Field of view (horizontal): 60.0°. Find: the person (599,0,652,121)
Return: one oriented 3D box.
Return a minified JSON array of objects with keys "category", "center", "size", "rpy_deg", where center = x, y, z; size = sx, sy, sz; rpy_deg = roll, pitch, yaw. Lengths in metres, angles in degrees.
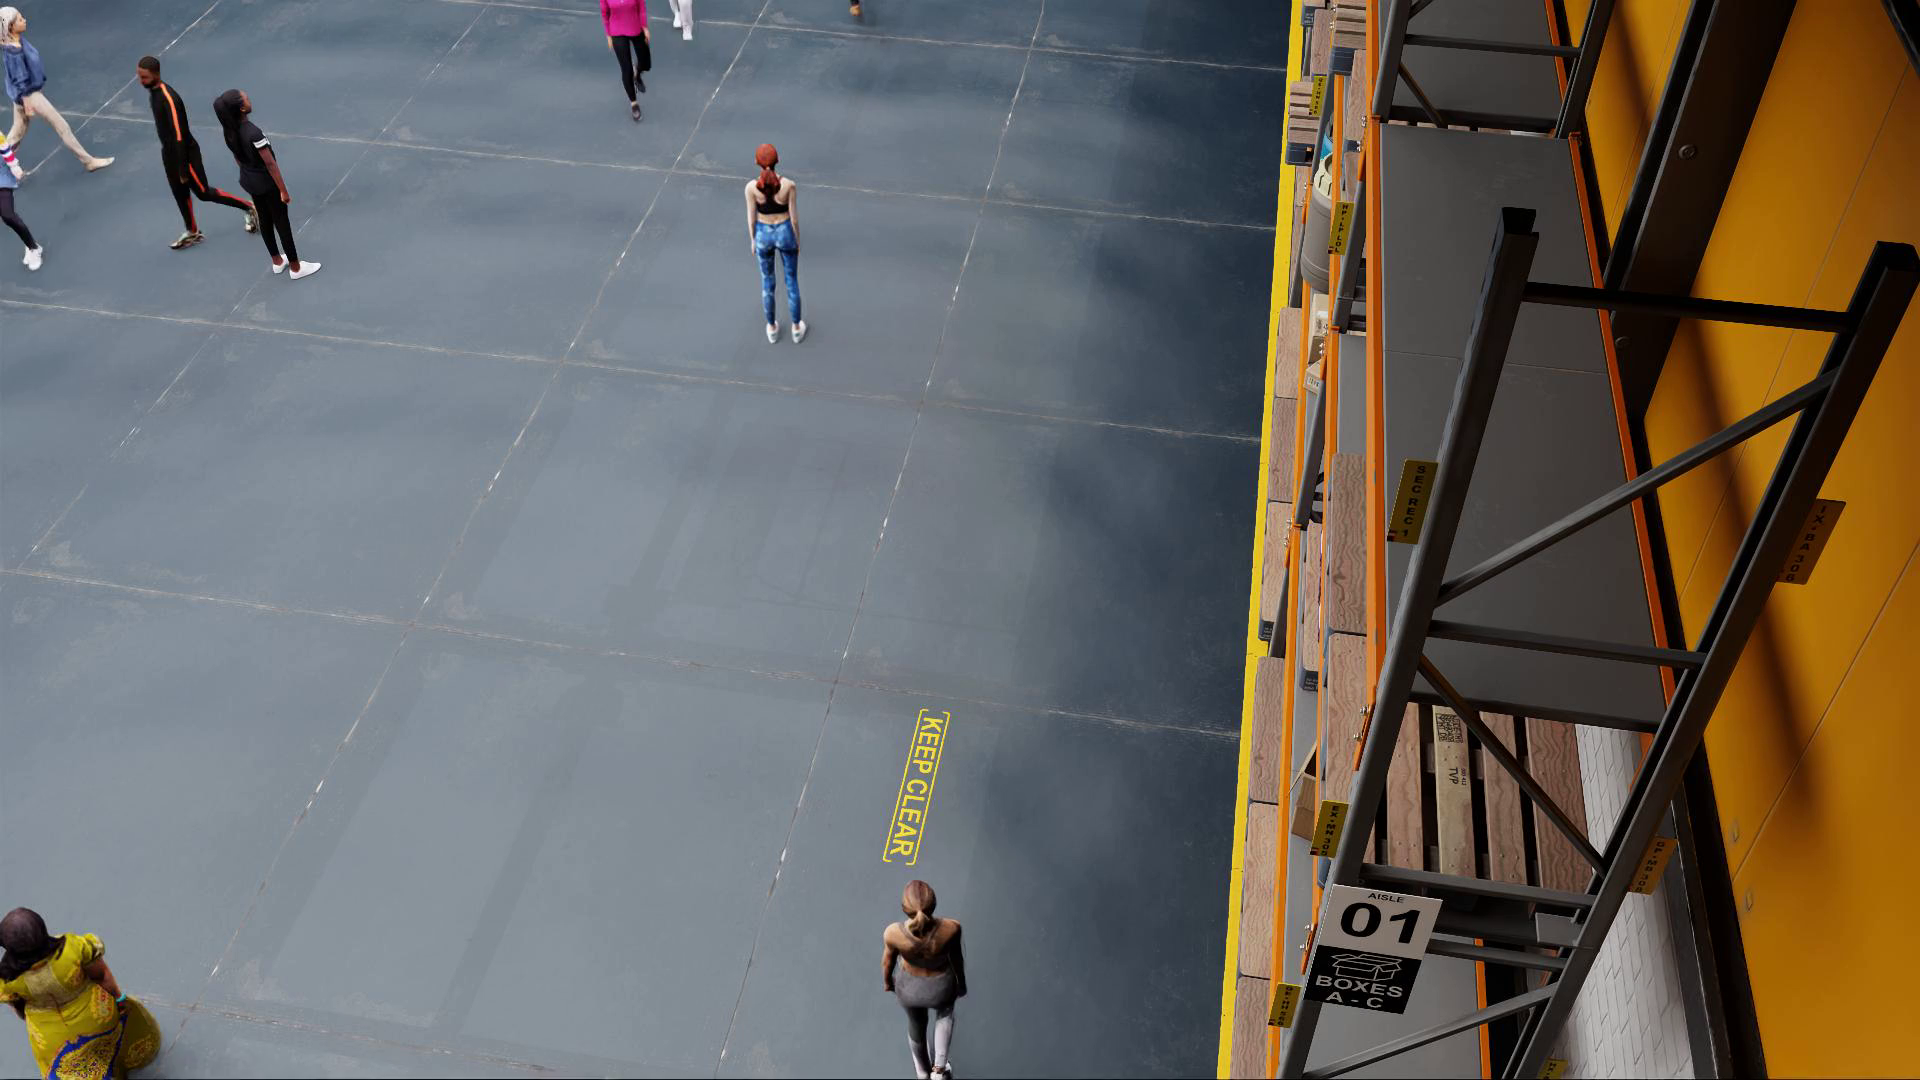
[{"category":"person","center":[-3.213,-4.911,16.009],"size":[0.793,1.680,0.917],"rpy_deg":[-13,45,-13]}]

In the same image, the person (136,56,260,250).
[{"category":"person","center":[-6.589,-3.343,14.281],"size":[1.151,1.783,1.020],"rpy_deg":[-31,52,-28]}]

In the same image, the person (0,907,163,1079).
[{"category":"person","center":[-4.404,2.456,8.317],"size":[1.316,1.625,1.364],"rpy_deg":[-27,50,-26]}]

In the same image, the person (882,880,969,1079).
[{"category":"person","center":[-0.164,2.322,8.400],"size":[0.654,1.694,0.700],"rpy_deg":[-2,44,-3]}]

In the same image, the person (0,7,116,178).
[{"category":"person","center":[-8.509,-3.967,15.052],"size":[1.174,1.634,1.199],"rpy_deg":[-20,47,-20]}]

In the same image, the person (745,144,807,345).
[{"category":"person","center":[-1.460,-2.346,13.241],"size":[0.599,1.785,0.622],"rpy_deg":[-1,44,-2]}]

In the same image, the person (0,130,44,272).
[{"category":"person","center":[-8.185,-3.165,14.087],"size":[0.695,1.795,0.665],"rpy_deg":[1,44,1]}]

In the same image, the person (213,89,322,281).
[{"category":"person","center":[-5.840,-2.988,13.948],"size":[0.692,1.728,0.699],"rpy_deg":[23,48,22]}]
